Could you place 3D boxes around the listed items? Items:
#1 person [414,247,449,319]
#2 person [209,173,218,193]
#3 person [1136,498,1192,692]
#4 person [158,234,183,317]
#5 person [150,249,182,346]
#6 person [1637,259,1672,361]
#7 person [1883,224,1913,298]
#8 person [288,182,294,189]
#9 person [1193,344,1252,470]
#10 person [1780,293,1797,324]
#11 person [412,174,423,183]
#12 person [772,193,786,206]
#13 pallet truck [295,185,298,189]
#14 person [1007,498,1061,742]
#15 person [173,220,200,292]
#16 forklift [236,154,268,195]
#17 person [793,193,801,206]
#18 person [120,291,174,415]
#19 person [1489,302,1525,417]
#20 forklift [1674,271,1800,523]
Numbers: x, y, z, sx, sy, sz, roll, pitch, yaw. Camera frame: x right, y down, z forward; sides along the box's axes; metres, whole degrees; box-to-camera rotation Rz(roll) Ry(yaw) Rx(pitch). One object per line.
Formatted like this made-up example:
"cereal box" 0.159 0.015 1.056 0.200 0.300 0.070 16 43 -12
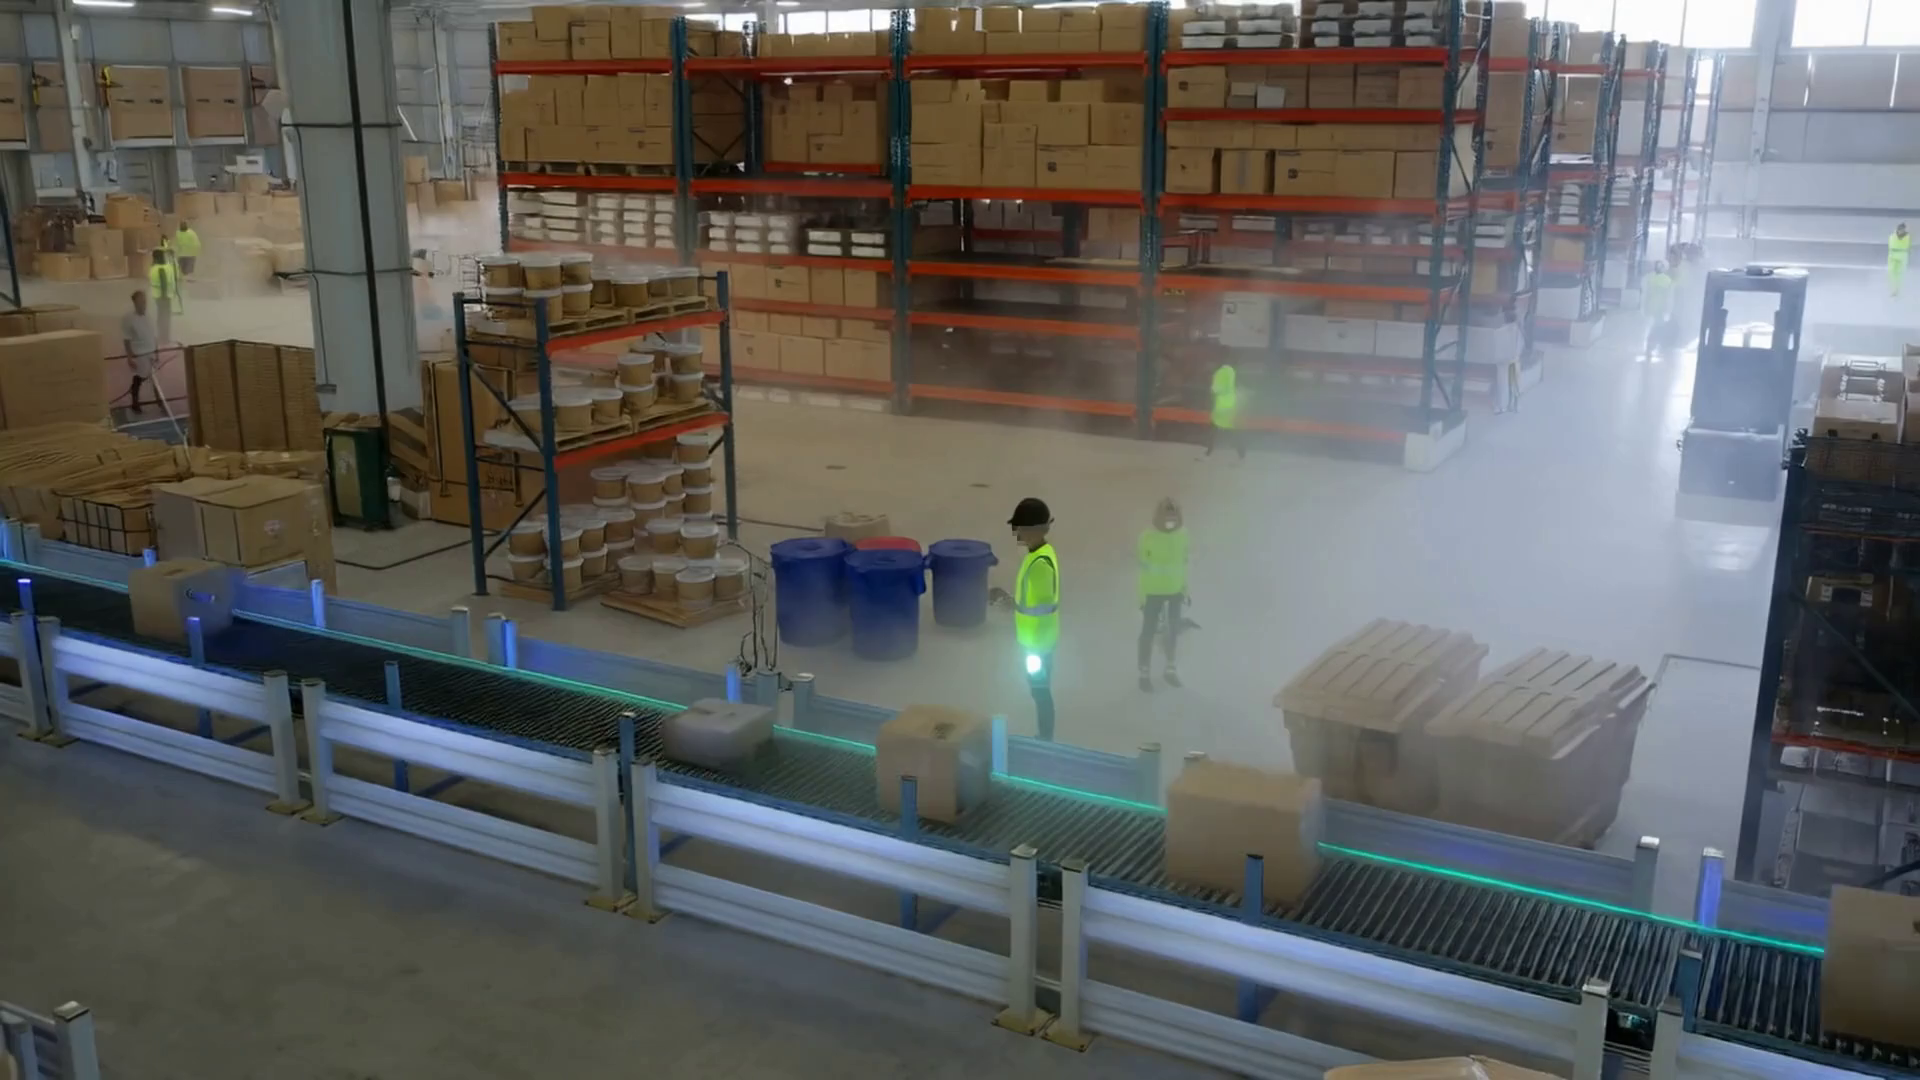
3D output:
"person" -11.949 -5.722 37.084 0.884 1.591 0.526 0 15 0
"person" -29.879 -13.779 66.823 1.000 1.870 0.617 -8 17 -27
"person" 1.691 0.449 13.802 0.497 1.633 0.288 -5 16 -18
"person" -17.817 -5.958 37.449 0.328 1.865 0.517 8 17 29
"person" -15.828 -4.804 32.998 0.392 1.921 0.593 -14 20 -43
"person" 13.046 -4.305 31.168 0.399 1.900 0.643 -9 17 -29
"person" 23.133 -6.887 41.068 0.598 1.791 0.972 7 17 26
"person" -23.460 -11.580 58.438 0.354 1.936 0.635 5 16 19
"person" 3.548 -1.768 22.081 0.844 1.664 0.537 7 17 26
"person" 15.647 -4.240 31.425 0.265 1.632 0.508 4 15 13
"person" -23.063 -14.708 70.678 0.539 1.676 0.496 2 15 8
"person" -5.944 -10.767 55.569 0.627 1.844 0.429 2 15 6
"pallet truck" -26.804 -14.617 69.738 1.885 1.965 0.823 -14 20 -42
"person" 0.533 0.697 12.084 0.397 2.044 0.609 1 15 2
"person" -19.636 -7.203 42.193 0.634 1.826 0.443 2 15 7
"forklift" -25.676 -12.614 60.518 1.873 2.768 1.129 8 17 28
"person" -5.282 -10.438 54.197 0.631 1.920 0.822 6 16 21
"person" -12.644 -2.896 25.792 0.590 1.960 0.635 10 18 32
"person" 8.478 -2.795 25.741 0.523 1.769 0.310 -9 17 -29
"forklift" 9.269 -1.763 19.726 1.129 2.768 1.873 8 17 27
